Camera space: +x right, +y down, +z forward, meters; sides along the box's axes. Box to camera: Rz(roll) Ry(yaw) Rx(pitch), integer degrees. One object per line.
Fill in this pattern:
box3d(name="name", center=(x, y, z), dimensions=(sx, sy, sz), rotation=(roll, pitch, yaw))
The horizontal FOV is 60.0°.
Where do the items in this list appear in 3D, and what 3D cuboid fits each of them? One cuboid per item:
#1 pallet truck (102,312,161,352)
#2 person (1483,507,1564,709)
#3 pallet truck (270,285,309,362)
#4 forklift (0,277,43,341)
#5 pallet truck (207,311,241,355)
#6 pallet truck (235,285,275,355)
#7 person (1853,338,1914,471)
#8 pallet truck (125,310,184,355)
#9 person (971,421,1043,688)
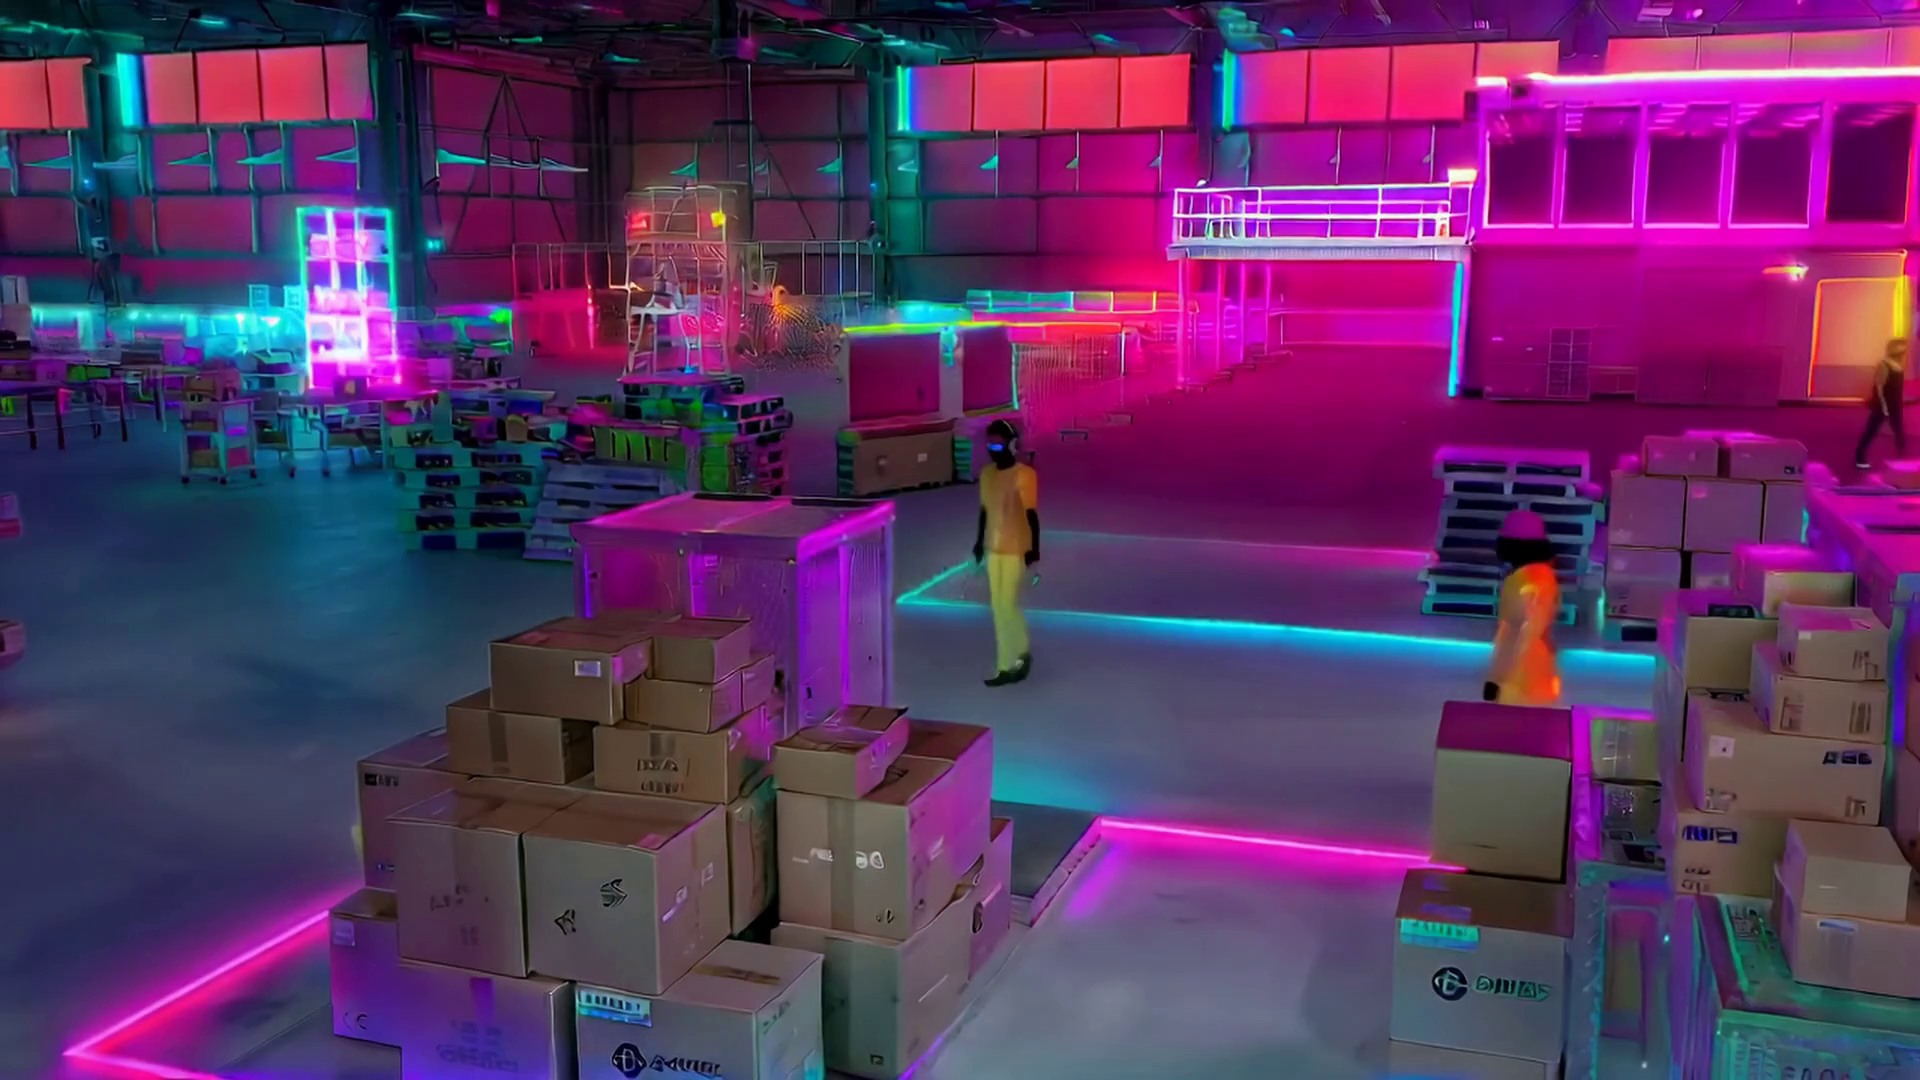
box3d(name="pallet truck", center=(-23.057, -5.777, 46.261), dimensions=(0.680, 1.201, 1.601), rotation=(3, 11, 19))
box3d(name="person", center=(2.975, 0.683, 8.553), dimensions=(0.889, 1.700, 0.480), rotation=(7, 12, 34))
box3d(name="pallet truck", center=(-17.147, -5.700, 43.663), dimensions=(0.823, 1.965, 1.885), rotation=(3, 11, 17))
box3d(name="forklift", center=(-27.151, -6.329, 46.328), dimensions=(1.157, 1.987, 2.680), rotation=(3, 11, 17))
box3d(name="pallet truck", center=(-19.537, -5.575, 44.913), dimensions=(0.653, 1.274, 1.630), rotation=(3, 11, 19))
box3d(name="pallet truck", center=(-18.327, -5.835, 44.421), dimensions=(0.823, 1.965, 1.885), rotation=(4, 11, 23))
box3d(name="person", center=(12.386, -1.774, 22.098), dimensions=(0.509, 1.794, 0.962), rotation=(-5, 11, -27))
box3d(name="pallet truck", center=(-22.038, -5.665, 45.457), dimensions=(0.704, 1.261, 1.522), rotation=(3, 11, 17))
box3d(name="person", center=(0.296, 0.107, 11.355), dimensions=(0.559, 1.853, 0.387), rotation=(9, 14, 42))
